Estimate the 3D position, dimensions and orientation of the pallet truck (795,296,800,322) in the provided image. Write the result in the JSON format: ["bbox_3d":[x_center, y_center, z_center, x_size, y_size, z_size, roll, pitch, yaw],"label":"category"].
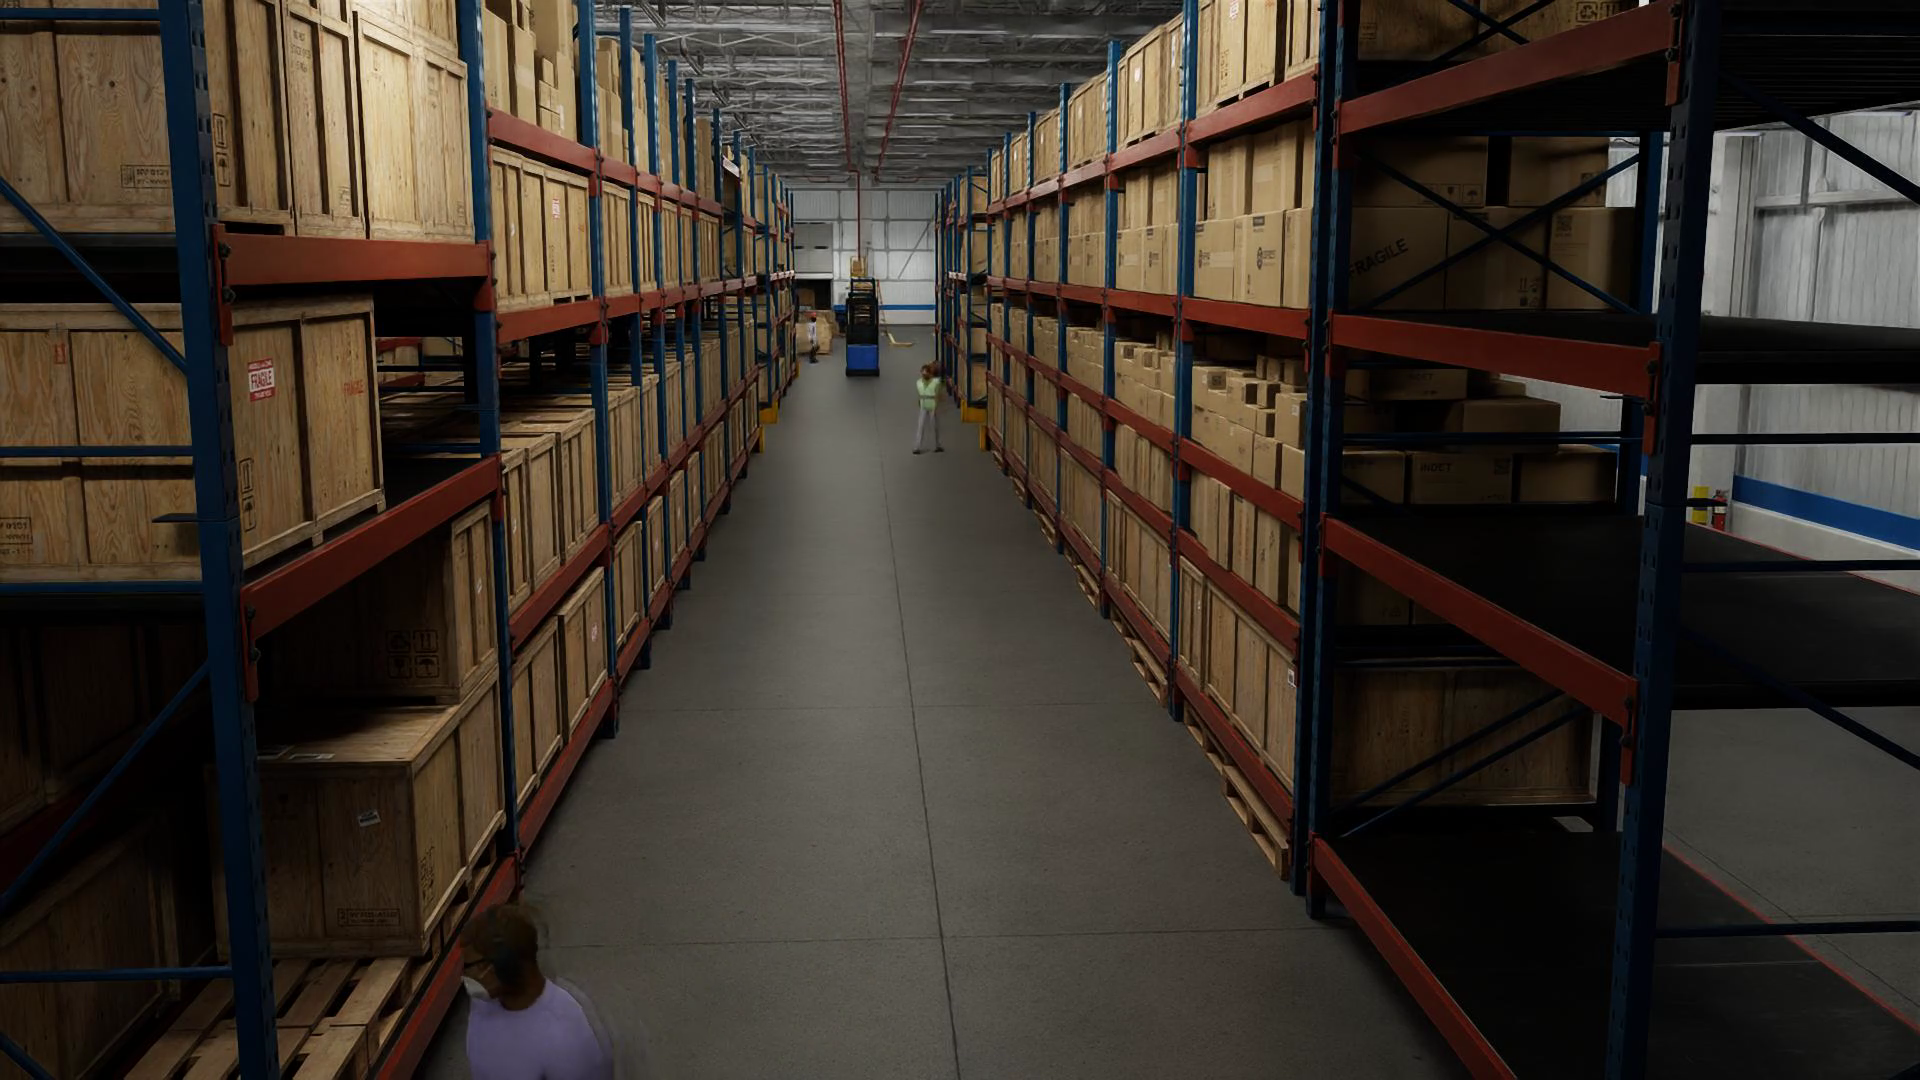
[{"bbox_3d":[-8.622,-12.439,91.403,1.885,1.965,0.823,2,10,13],"label":"pallet truck"}]

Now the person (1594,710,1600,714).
[{"bbox_3d":[5.231,0.570,13.998,0.558,1.889,0.600,-5,11,-30],"label":"person"}]

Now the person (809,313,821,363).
[{"bbox_3d":[-5.501,-7.637,62.948,0.509,1.916,0.571,3,10,17],"label":"person"}]

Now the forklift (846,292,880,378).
[{"bbox_3d":[-3.252,-6.842,55.337,1.129,2.768,1.873,-1,10,-4],"label":"forklift"}]

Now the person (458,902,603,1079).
[{"bbox_3d":[-1.330,2.044,5.146,0.455,1.914,0.667,-9,13,-43],"label":"person"}]

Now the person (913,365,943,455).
[{"bbox_3d":[-0.621,-2.613,33.320,0.570,1.805,0.957,5,11,27],"label":"person"}]

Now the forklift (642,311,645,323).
[{"bbox_3d":[-9.658,-5.963,50.086,1.873,2.768,1.129,-1,10,-3],"label":"forklift"}]
